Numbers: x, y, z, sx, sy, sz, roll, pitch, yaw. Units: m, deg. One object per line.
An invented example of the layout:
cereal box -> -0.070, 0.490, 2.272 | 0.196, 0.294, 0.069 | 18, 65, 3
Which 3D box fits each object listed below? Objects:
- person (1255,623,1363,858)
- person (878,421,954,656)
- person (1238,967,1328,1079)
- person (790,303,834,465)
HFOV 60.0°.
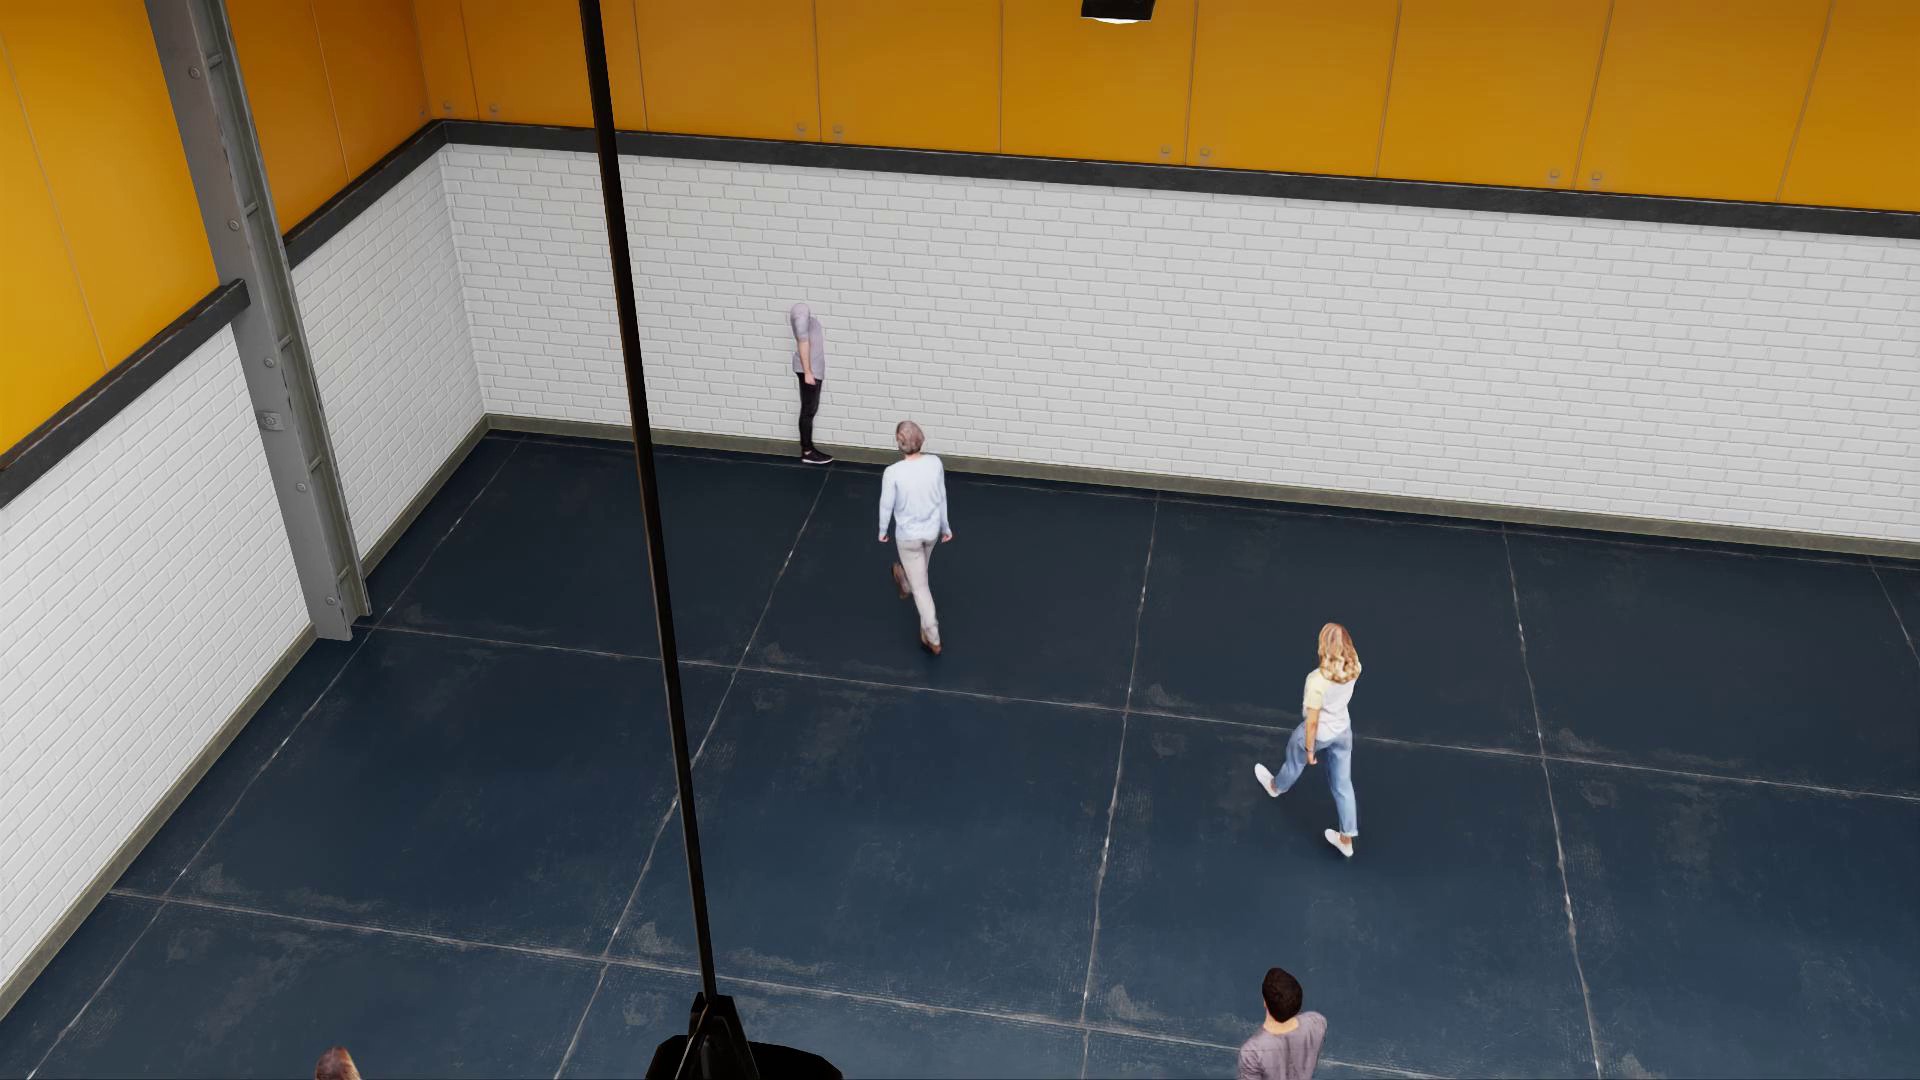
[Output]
person -> 2.443, 1.330, 10.807 | 1.125, 1.659, 1.222 | -18, 38, -25
person -> -0.278, 0.023, 12.613 | 1.167, 1.836, 1.313 | -15, 36, -21
person -> 1.611, 2.914, 8.293 | 1.082, 1.804, 1.281 | -12, 35, -17
person -> -1.363, -1.593, 15.046 | 0.758, 1.834, 0.560 | 1, 34, 2
